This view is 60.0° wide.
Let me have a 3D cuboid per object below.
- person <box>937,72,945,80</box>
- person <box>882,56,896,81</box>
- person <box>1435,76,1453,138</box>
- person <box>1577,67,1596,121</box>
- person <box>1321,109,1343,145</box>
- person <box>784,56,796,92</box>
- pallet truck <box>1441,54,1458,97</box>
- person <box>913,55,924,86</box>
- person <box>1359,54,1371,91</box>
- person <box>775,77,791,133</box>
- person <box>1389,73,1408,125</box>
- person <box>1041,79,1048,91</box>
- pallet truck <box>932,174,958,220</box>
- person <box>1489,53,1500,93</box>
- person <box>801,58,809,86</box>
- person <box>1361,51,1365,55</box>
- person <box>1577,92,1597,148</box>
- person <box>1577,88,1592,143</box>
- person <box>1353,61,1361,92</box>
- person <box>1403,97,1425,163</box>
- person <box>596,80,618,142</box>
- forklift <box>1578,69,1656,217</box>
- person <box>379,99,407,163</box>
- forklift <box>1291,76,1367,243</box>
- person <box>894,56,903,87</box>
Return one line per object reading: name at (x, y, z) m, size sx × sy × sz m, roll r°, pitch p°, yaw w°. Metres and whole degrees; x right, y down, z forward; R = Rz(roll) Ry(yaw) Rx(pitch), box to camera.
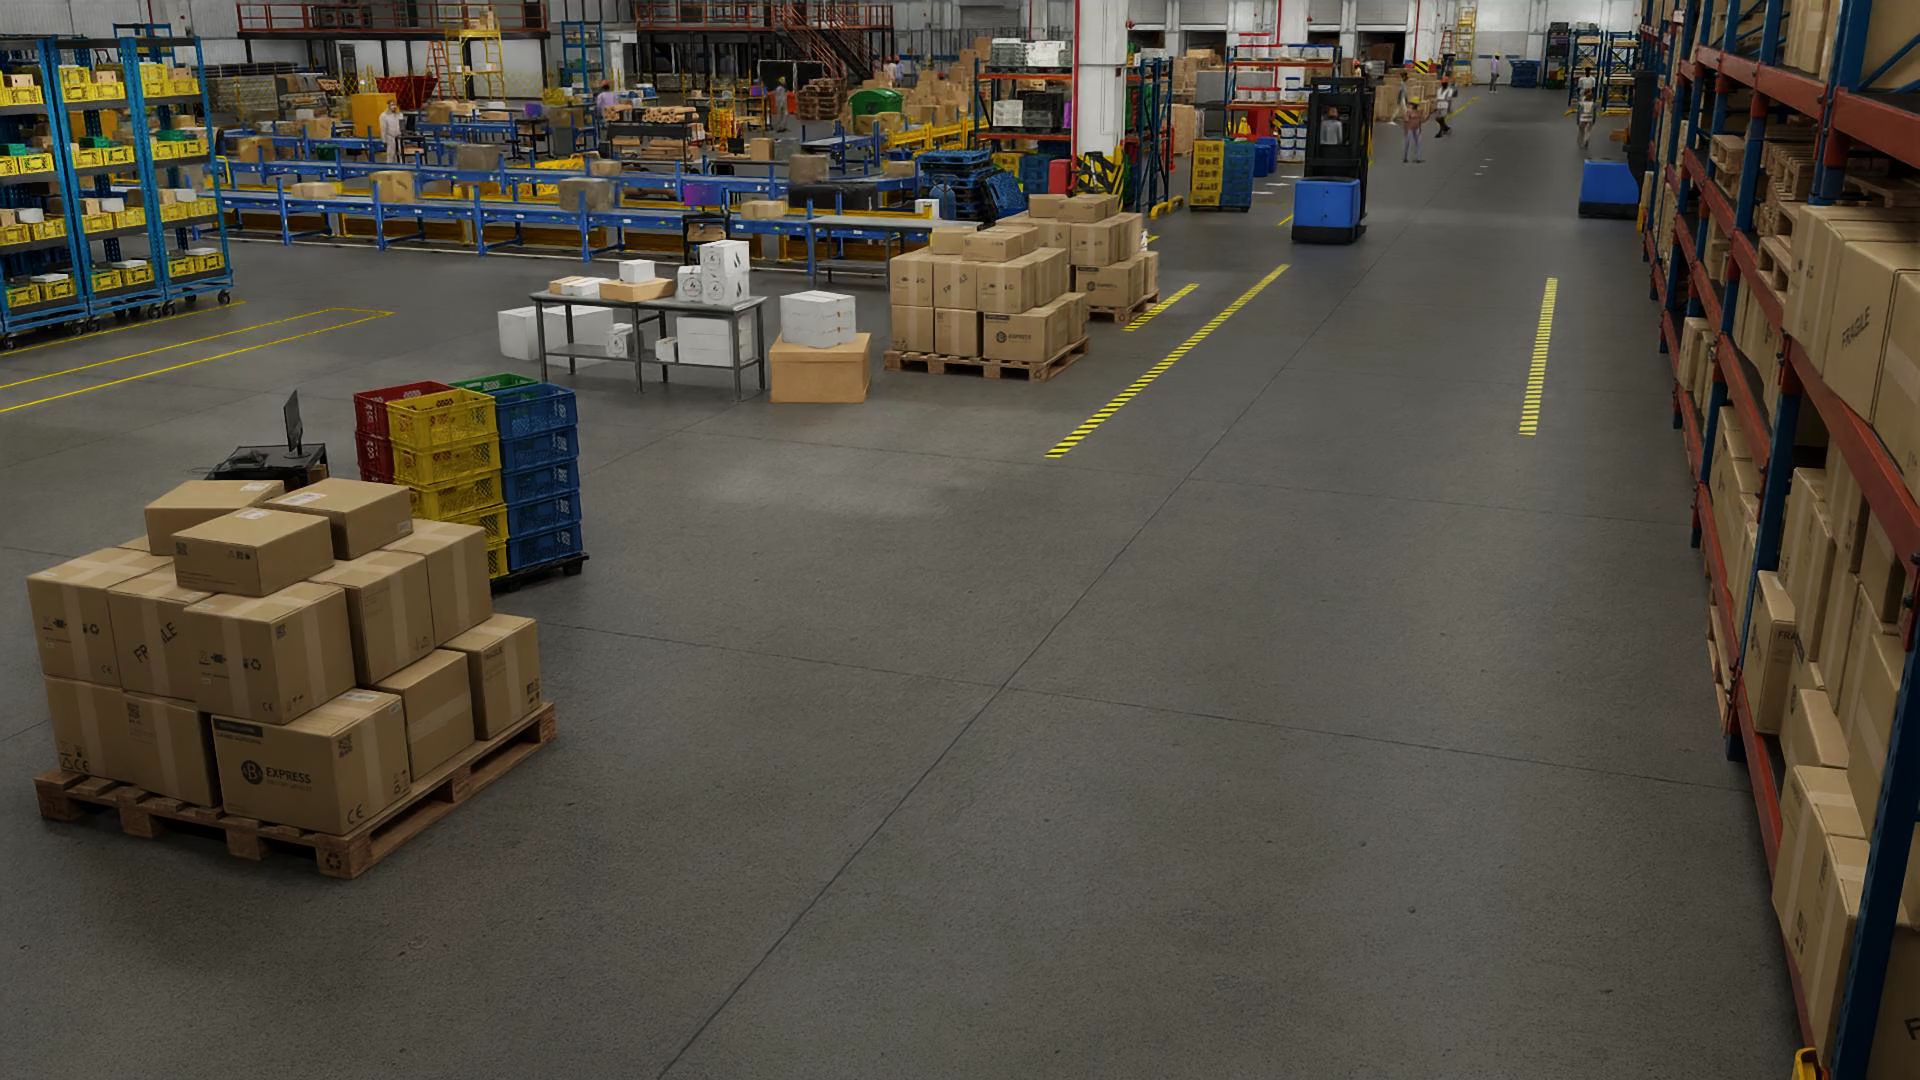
person at (-0.525, -15.287, 57.798) m, size 0.961 × 1.902 × 0.554 m, roll -9°, pitch 20°, yaw -26°
person at (-3.227, -20.836, 75.091) m, size 0.643 × 1.969 × 0.773 m, roll 4°, pitch 18°, yaw 12°
person at (15.548, -13.915, 53.429) m, size 0.630 × 1.926 × 0.558 m, roll -13°, pitch 22°, yaw -35°
person at (23.036, -16.412, 61.232) m, size 0.606 × 1.957 × 0.384 m, roll 4°, pitch 18°, yaw 13°
person at (9.130, -9.733, 40.802) m, size 0.512 × 1.616 × 0.587 m, roll 11°, pitch 21°, yaw 31°
person at (-7.980, -21.731, 78.052) m, size 0.583 × 1.882 × 0.337 m, roll 4°, pitch 18°, yaw 13°
pallet truck at (22.765, -21.886, 78.355) m, size 0.823 × 1.965 × 1.885 m, roll -4°, pitch 18°, yaw -14°
person at (-1.980, -22.391, 80.122) m, size 0.623 × 1.895 × 0.458 m, roll -13°, pitch 22°, yaw -36°
person at (18.963, -21.774, 77.935) m, size 0.819 × 2.000 × 0.690 m, roll -11°, pitch 21°, yaw -31°
person at (-5.903, -14.520, 55.523) m, size 0.600 × 1.799 × 0.604 m, roll -9°, pitch 20°, yaw -26°
person at (15.764, -15.697, 59.206) m, size 0.962 × 1.826 × 0.540 m, roll 8°, pitch 19°, yaw 25°
person at (3.930, -21.742, 78.316) m, size 0.484 × 1.745 × 0.296 m, roll -16°, pitch 23°, yaw -40°
pallet truck at (-0.507, -5.292, 27.348) m, size 0.653 × 1.274 × 1.630 m, roll 6°, pitch 19°, yaw 19°
person at (26.609, -23.218, 82.672) m, size 0.385 × 1.917 × 0.584 m, roll -6°, pitch 19°, yaw -19°
person at (-7.098, -21.491, 77.419) m, size 0.826 × 1.810 × 0.539 m, roll -8°, pitch 19°, yaw -24°
person at (21.967, -25.791, 90.872) m, size 0.615 × 1.842 × 0.534 m, roll 7°, pitch 19°, yaw 21°
person at (18.504, -12.392, 49.140) m, size 0.519 × 1.624 × 0.527 m, roll 5°, pitch 18°, yaw 15°
person at (19.319, -13.128, 51.417) m, size 0.314 × 1.641 × 0.515 m, roll 0°, pitch 18°, yaw 0°
person at (16.635, -19.130, 69.819) m, size 0.400 × 1.928 × 0.542 m, roll 9°, pitch 20°, yaw 26°
person at (12.113, -10.900, 44.268) m, size 0.535 × 1.728 × 0.836 m, roll -5°, pitch 18°, yaw -16°
person at (-10.324, -12.405, 48.583) m, size 0.632 × 1.985 × 1.034 m, roll -15°, pitch 23°, yaw -39°
forklift at (13.219, -7.740, 32.475) m, size 1.873 × 2.768 × 1.129 m, roll 6°, pitch 19°, yaw 18°
person at (-13.573, -9.614, 39.964) m, size 0.397 × 1.899 × 0.647 m, roll 14°, pitch 22°, yaw 37°
forklift at (6.598, -6.755, 29.381) m, size 1.129 × 2.768 × 1.873 m, roll 6°, pitch 19°, yaw 19°
person at (-2.906, -21.363, 76.876) m, size 0.574 × 1.891 × 0.949 m, roll 0°, pitch 18°, yaw 1°
